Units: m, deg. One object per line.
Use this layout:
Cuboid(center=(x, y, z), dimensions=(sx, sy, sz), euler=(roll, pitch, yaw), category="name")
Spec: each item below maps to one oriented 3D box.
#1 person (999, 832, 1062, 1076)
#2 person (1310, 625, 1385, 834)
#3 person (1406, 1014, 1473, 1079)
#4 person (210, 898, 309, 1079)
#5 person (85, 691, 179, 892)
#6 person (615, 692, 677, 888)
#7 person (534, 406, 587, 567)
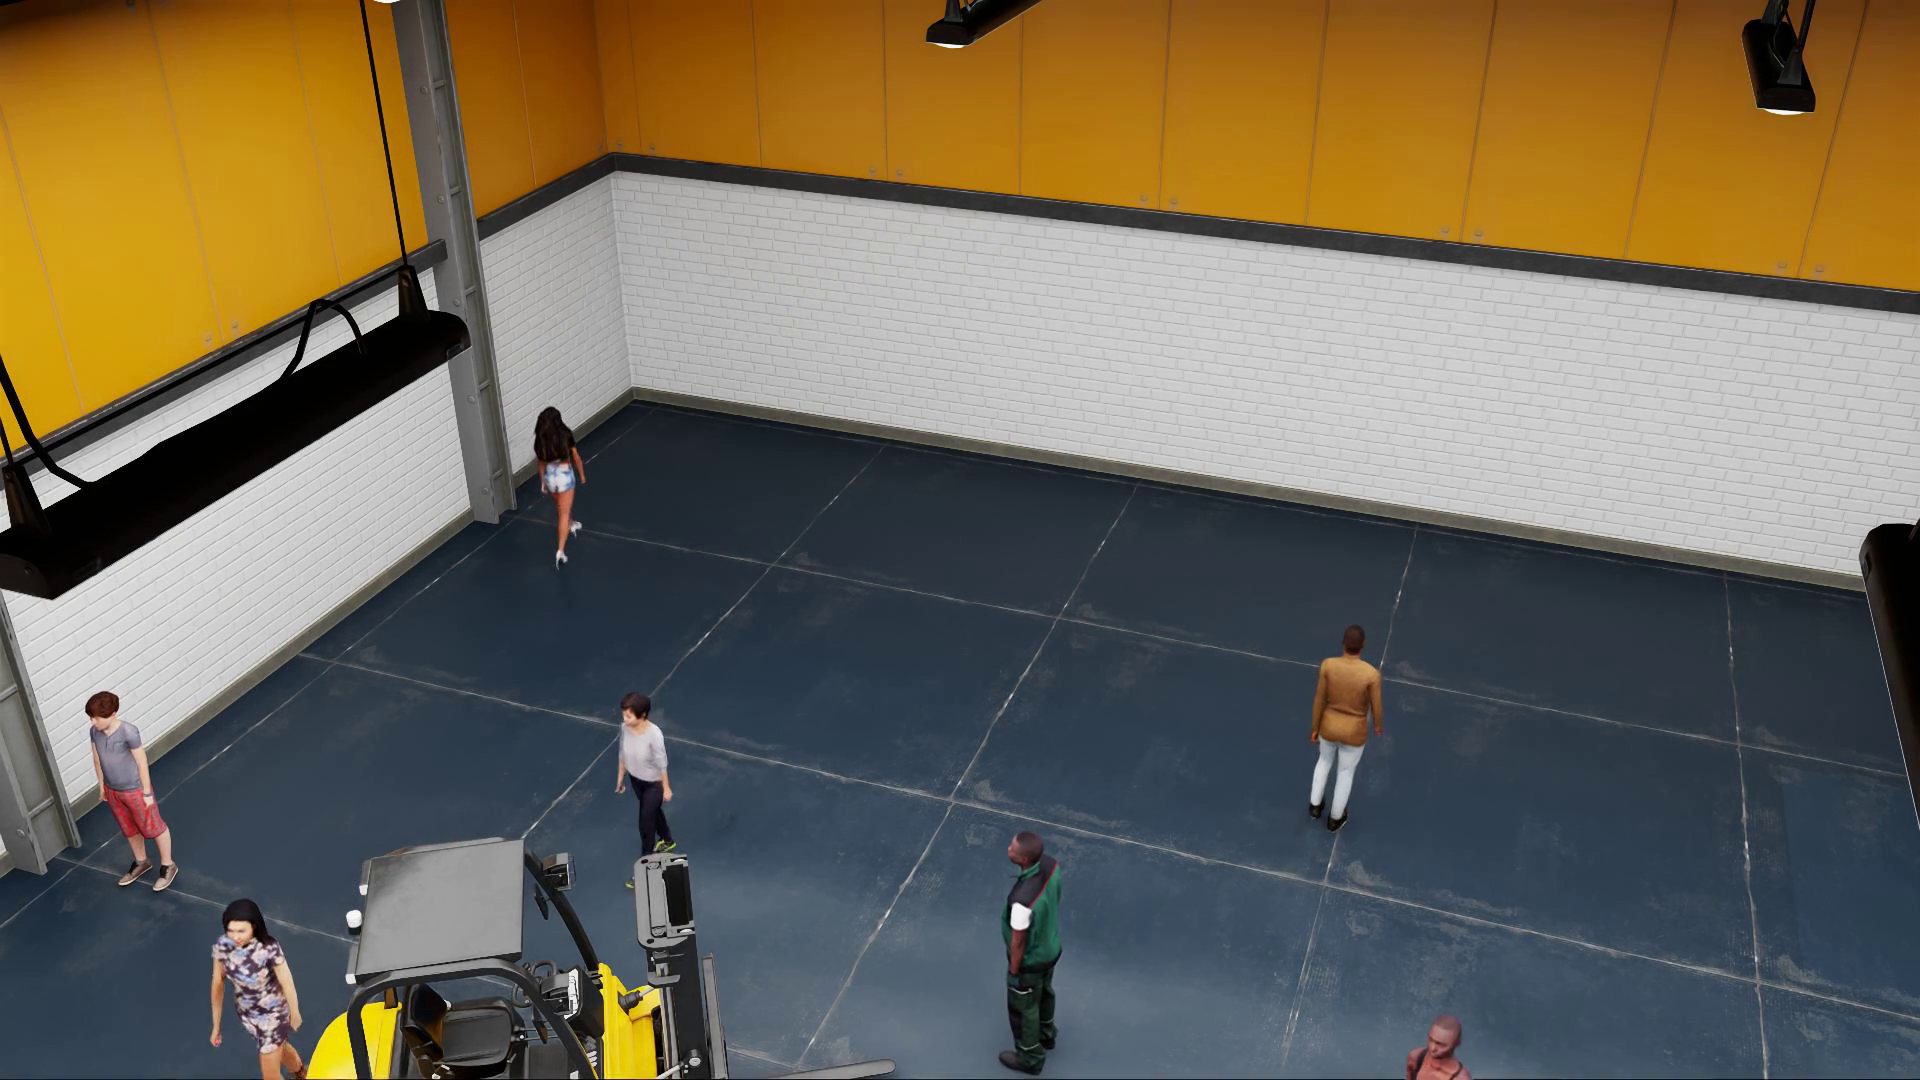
Cuboid(center=(0.456, 2.595, 10.519), dimensions=(0.758, 1.835, 0.563), euler=(14, 32, 24), category="person")
Cuboid(center=(2.903, 1.472, 12.602), dimensions=(0.694, 1.811, 0.697), euler=(14, 32, 24), category="person")
Cuboid(center=(2.698, 3.321, 9.303), dimensions=(0.910, 1.725, 1.231), euler=(24, 36, 36), category="person")
Cuboid(center=(-4.213, 2.844, 10.194), dimensions=(0.666, 1.708, 0.882), euler=(8, 30, 14), category="person")
Cuboid(center=(-6.074, 1.803, 12.161), dimensions=(0.603, 1.651, 0.560), euler=(6, 29, 11), category="person")
Cuboid(center=(-2.264, 1.752, 12.380), dimensions=(0.717, 1.532, 0.904), euler=(20, 35, 32), category="person")
Cuboid(center=(-3.971, -0.496, 16.456), dimensions=(0.679, 1.576, 1.095), euler=(5, 29, 8), category="person")
